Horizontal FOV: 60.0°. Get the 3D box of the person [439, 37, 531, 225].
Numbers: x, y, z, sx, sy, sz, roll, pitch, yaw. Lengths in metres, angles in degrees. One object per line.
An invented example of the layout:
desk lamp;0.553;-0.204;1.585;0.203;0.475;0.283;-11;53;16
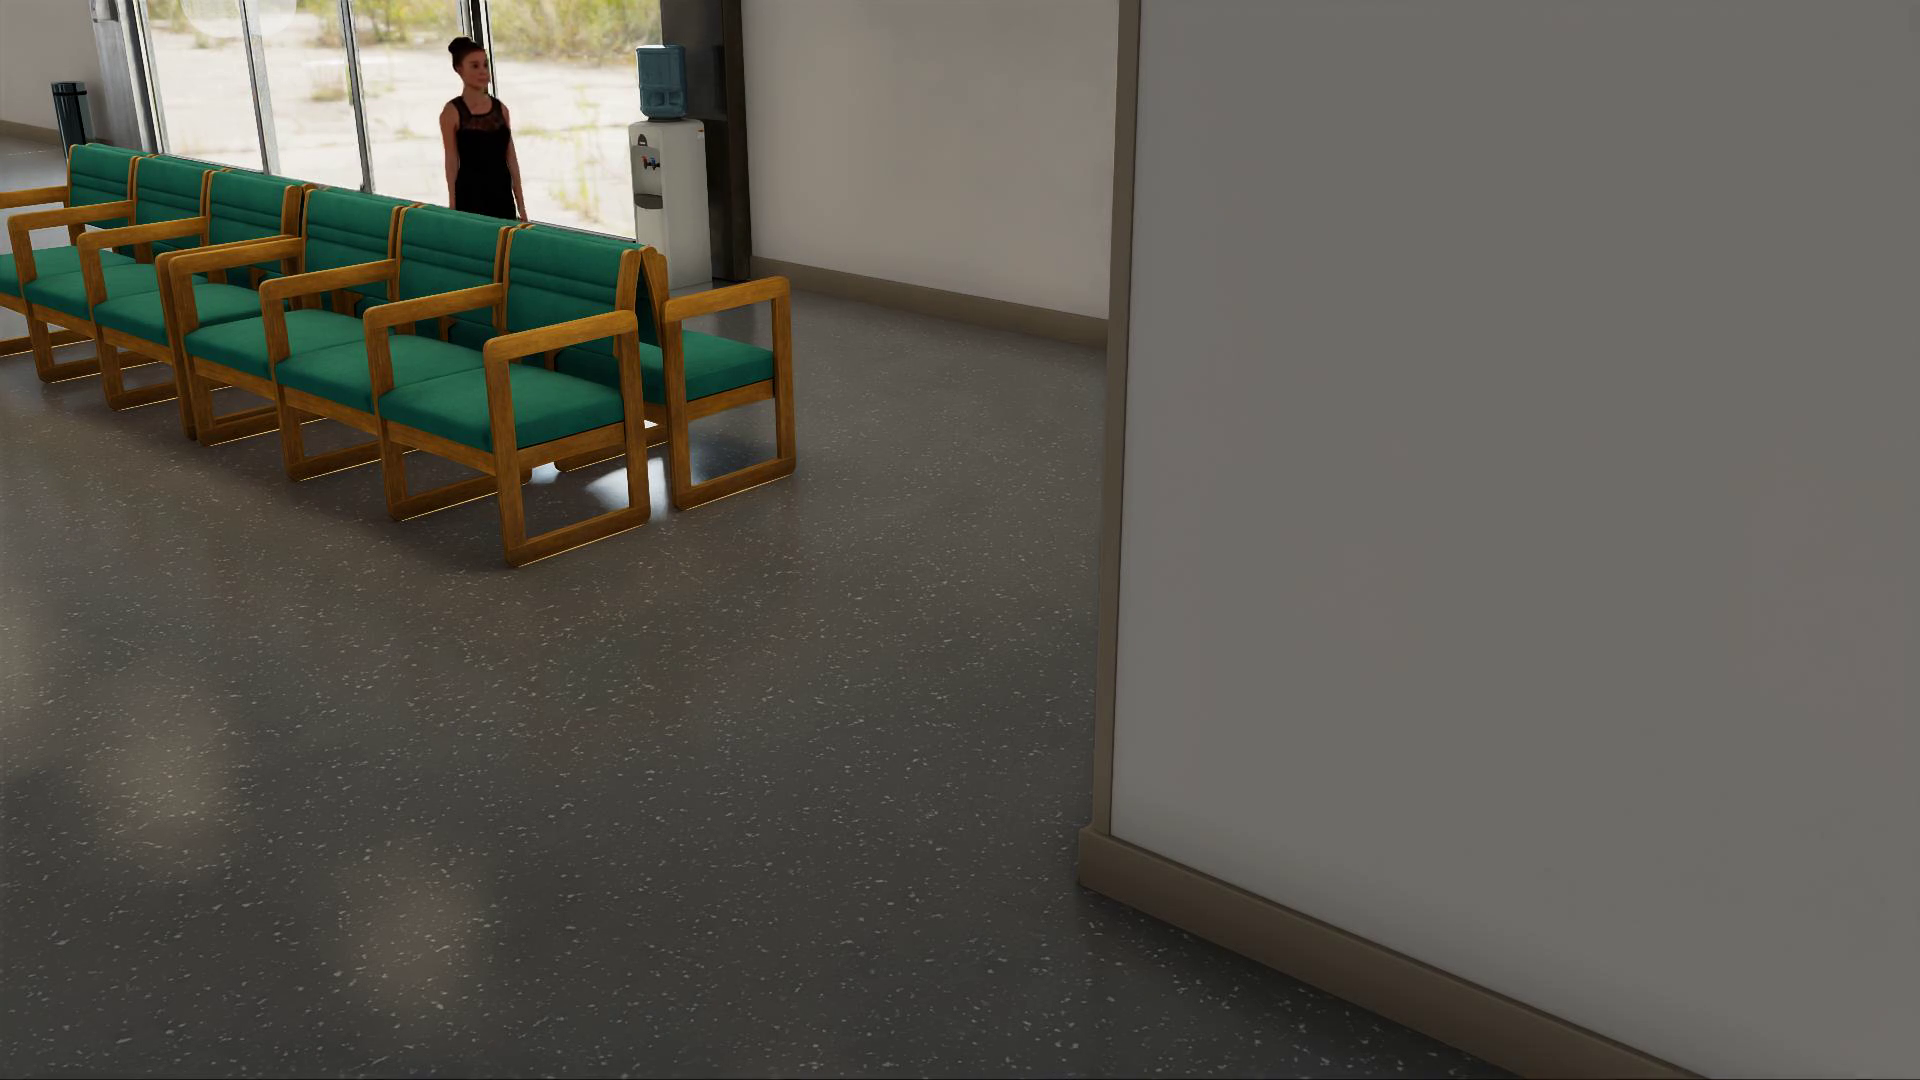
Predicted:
person;-2.581;-1.795;8.874;0.624;1.637;1.045;16;26;36
